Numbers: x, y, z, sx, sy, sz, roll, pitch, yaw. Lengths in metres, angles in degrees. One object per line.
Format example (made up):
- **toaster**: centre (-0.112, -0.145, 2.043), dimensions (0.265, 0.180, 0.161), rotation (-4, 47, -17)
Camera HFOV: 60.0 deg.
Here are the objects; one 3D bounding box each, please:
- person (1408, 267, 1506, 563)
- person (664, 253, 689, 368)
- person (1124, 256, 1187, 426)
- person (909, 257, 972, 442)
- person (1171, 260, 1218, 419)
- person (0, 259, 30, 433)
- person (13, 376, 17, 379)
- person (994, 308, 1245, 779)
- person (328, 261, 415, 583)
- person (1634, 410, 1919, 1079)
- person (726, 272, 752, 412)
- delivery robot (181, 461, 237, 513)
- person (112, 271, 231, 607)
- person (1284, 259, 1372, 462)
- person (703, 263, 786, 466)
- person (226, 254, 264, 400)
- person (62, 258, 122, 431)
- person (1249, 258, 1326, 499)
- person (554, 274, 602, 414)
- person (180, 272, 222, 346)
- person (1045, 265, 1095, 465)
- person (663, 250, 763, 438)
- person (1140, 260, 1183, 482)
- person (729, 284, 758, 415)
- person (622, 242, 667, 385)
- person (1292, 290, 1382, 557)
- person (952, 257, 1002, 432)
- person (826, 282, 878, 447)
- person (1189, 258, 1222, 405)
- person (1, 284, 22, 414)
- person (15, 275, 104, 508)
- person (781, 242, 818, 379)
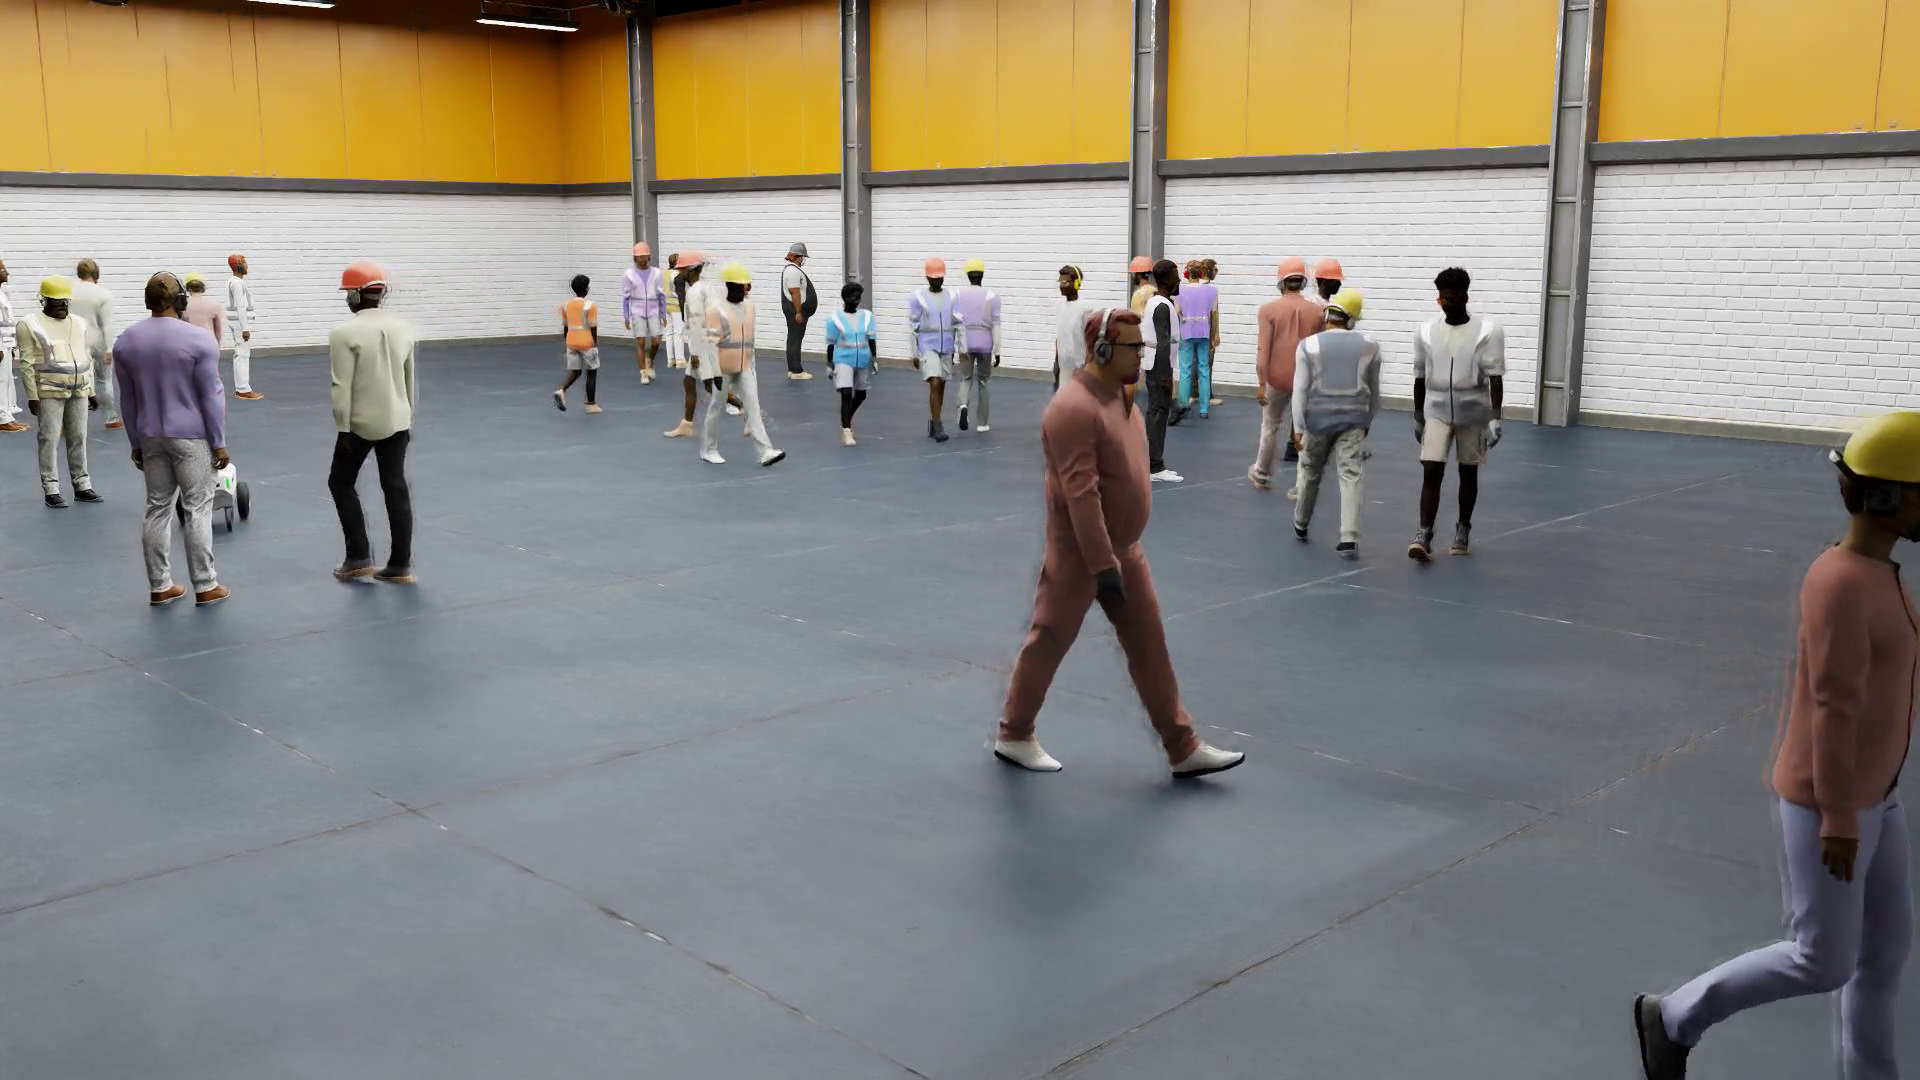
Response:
- **person**: centre (3.225, -0.802, 10.840), dimensions (0.641, 1.911, 0.972), rotation (5, 12, 27)
- **person**: centre (-4.553, -3.685, 26.783), dimensions (0.429, 1.843, 0.633), rotation (-8, 13, -36)
- **person**: centre (2.115, -2.216, 18.608), dimensions (0.886, 1.905, 0.549), rotation (7, 13, 35)
- **person**: centre (-0.191, -1.953, 17.189), dimensions (0.568, 1.893, 0.862), rotation (-5, 11, -24)
- **person**: centre (2.710, -2.319, 19.319), dimensions (0.563, 1.847, 0.390), rotation (-2, 11, -10)
- **person**: centre (-10.403, -2.105, 18.052), dimensions (0.355, 1.884, 0.575), rotation (-4, 11, -19)
- **person**: centre (-14.362, -3.276, 24.437), dimensions (0.654, 1.892, 0.643), rotation (8, 13, 36)
- **person**: centre (0.573, 0.037, 6.464), dimensions (1.011, 1.853, 0.644), rotation (6, 12, 32)
- **person**: centre (-3.652, -0.716, 10.221), dimensions (0.659, 1.972, 0.659), rotation (7, 12, 32)
- **person**: centre (2.002, 0.569, 3.823), dimensions (0.667, 1.748, 0.558), rotation (9, 14, 42)
- **person**: centre (-2.645, -2.402, 20.082), dimensions (0.335, 1.734, 0.480), rotation (5, 11, 25)
- **delivery robot**: centre (-5.521, -0.419, 12.227), dimensions (0.477, 0.478, 0.707), rotation (-4, 11, -20)
- **person**: centre (-4.516, -0.570, 9.572), dimensions (0.622, 1.932, 0.368), rotation (2, 11, 9)
- **person**: centre (3.462, -1.643, 15.471), dimensions (0.929, 1.893, 0.568), rotation (4, 11, 23)
- **person**: centre (-2.063, -1.606, 15.359), dimensions (1.013, 1.868, 0.620), rotation (9, 14, 41)
- **person**: centre (-9.354, -2.770, 21.676), dimensions (0.347, 1.884, 0.584), rotation (-6, 12, -30)
- **person**: centre (-9.428, -2.077, 17.899), dimensions (0.634, 1.905, 0.861), rotation (0, 10, 0)
- **person**: centre (2.693, -1.325, 13.625), dimensions (0.647, 1.938, 1.015), rotation (-2, 11, -9)
- **person**: centre (-4.530, -2.307, 19.726), dimensions (0.533, 1.681, 0.603), rotation (5, 12, 26)
- **person**: centre (-8.365, -2.062, 18.248), dimensions (0.535, 1.725, 0.868), rotation (-6, 12, -29)
- **person**: centre (1.037, -1.576, 15.221), dimensions (0.321, 1.868, 0.543), rotation (-8, 13, -36)
- **person**: centre (-2.590, -2.033, 17.391), dimensions (1.007, 1.999, 0.618), rotation (0, 10, 1)
- **person**: centre (1.748, -1.472, 14.500), dimensions (0.392, 1.922, 0.590), rotation (0, 10, -1)
- **person**: centre (-2.599, -2.303, 19.806), dimensions (0.311, 1.636, 0.521), rotation (4, 11, 20)
- **person**: centre (-4.513, -3.238, 23.818), dimensions (0.637, 2.029, 0.443), rotation (-4, 11, -19)
- **person**: centre (2.540, -0.798, 11.265), dimensions (0.589, 1.770, 0.936), rotation (1, 10, 5)
- **person**: centre (0.152, -2.082, 17.865), dimensions (0.598, 1.900, 0.617), rotation (2, 11, 9)
- **person**: centre (-1.137, -1.827, 17.115), dimensions (0.530, 1.669, 0.784), rotation (-5, 11, -25)
- **person**: centre (3.080, -2.612, 20.920), dimensions (0.326, 1.843, 0.515), rotation (-6, 12, -31)
- **person**: centre (-11.561, -2.430, 19.866), dimensions (0.530, 1.869, 0.311), rotation (-4, 11, -23)
- **person**: centre (-7.093, -1.175, 13.141), dimensions (0.403, 1.825, 0.586), rotation (6, 12, 28)
- **person**: centre (-2.390, -3.419, 24.788), dimensions (0.536, 2.000, 0.676), rotation (-2, 11, -12)
